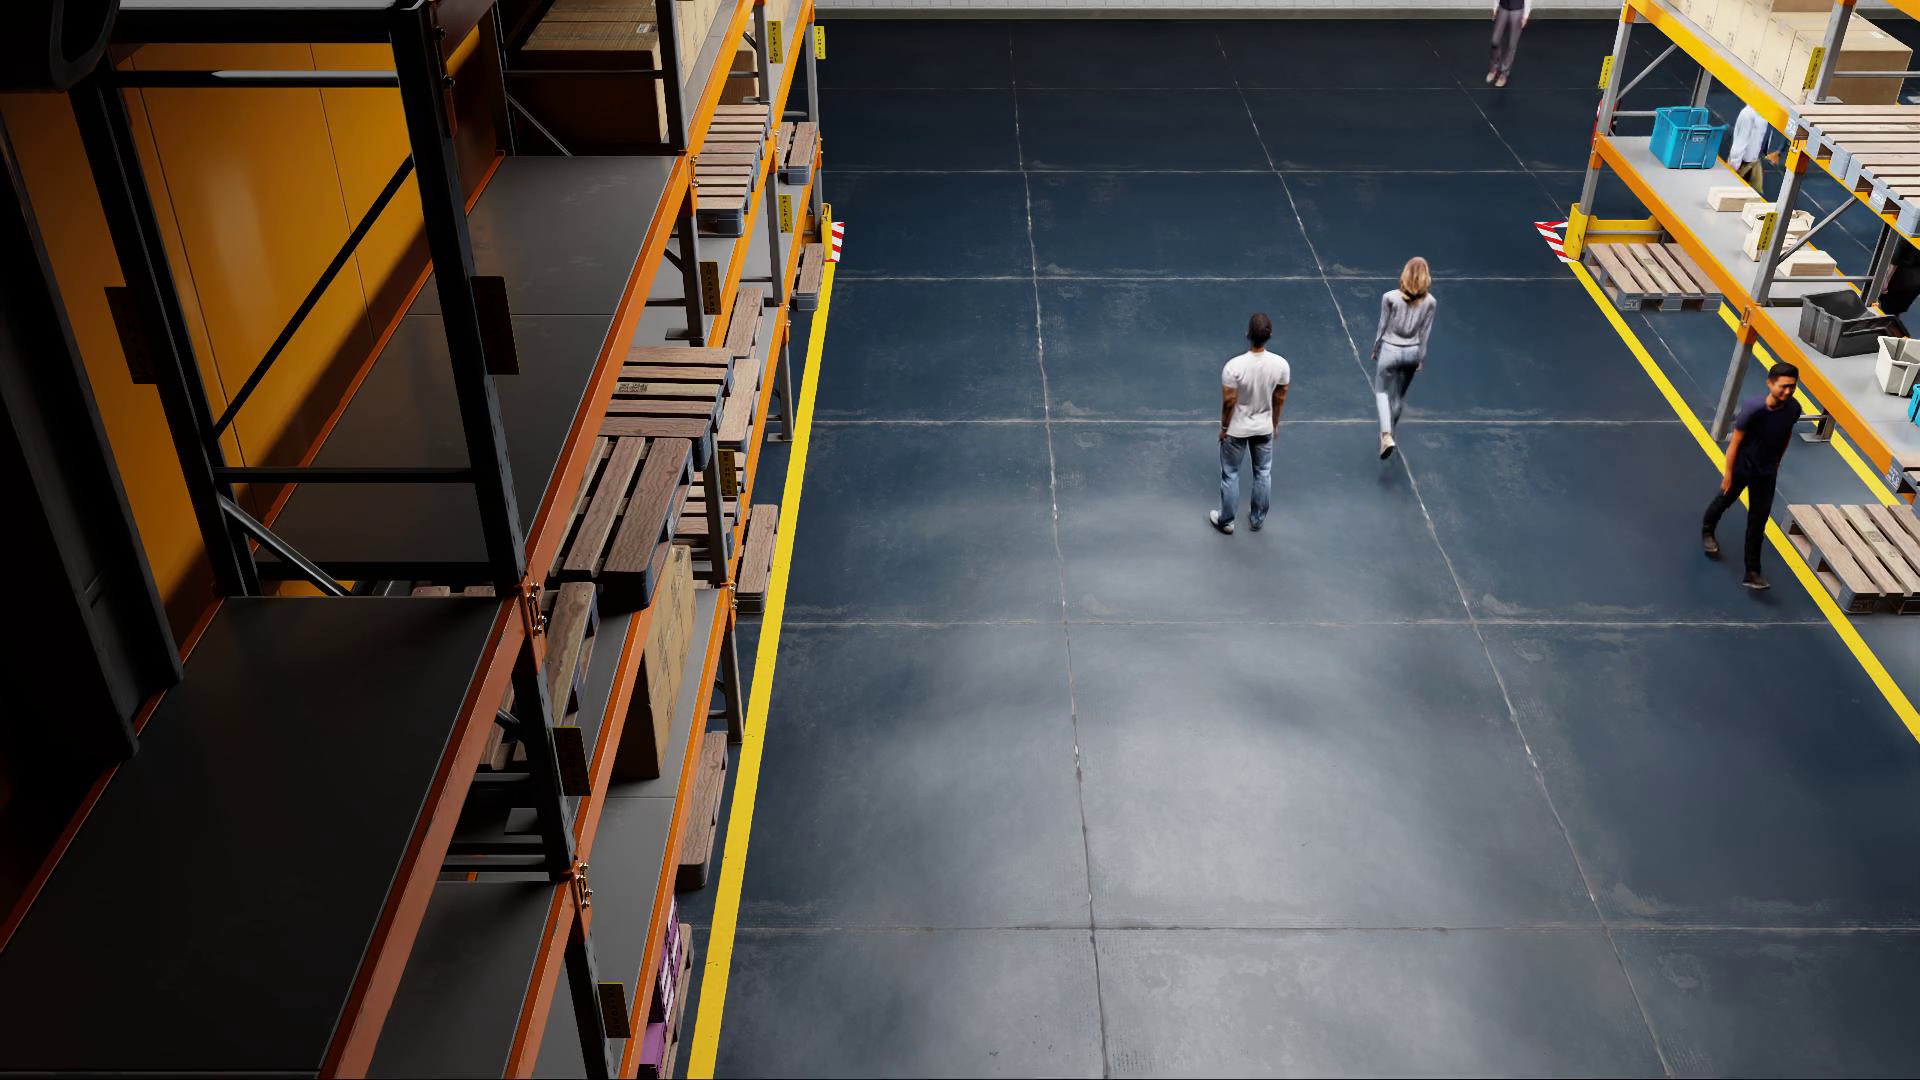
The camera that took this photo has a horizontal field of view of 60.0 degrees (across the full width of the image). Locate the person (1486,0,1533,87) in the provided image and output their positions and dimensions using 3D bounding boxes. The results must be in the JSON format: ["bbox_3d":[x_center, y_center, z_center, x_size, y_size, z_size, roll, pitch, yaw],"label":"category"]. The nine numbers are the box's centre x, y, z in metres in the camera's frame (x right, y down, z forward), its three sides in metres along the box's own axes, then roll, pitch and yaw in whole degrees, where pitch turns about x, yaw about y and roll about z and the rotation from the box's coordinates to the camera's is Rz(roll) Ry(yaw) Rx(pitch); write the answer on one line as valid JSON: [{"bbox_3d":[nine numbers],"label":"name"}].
[{"bbox_3d":[7.304,-6.979,21.897,0.765,1.923,0.780,19,38,26],"label":"person"}]

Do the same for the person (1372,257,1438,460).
[{"bbox_3d":[3.627,-1.465,13.728,0.684,1.783,0.993,5,34,7],"label":"person"}]

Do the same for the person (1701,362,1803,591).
[{"bbox_3d":[5.862,-0.561,12.409,0.713,1.736,1.135,-2,34,-3],"label":"person"}]

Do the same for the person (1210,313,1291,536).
[{"bbox_3d":[2.225,-0.885,12.780,0.705,1.866,0.615,-5,34,-7],"label":"person"}]
